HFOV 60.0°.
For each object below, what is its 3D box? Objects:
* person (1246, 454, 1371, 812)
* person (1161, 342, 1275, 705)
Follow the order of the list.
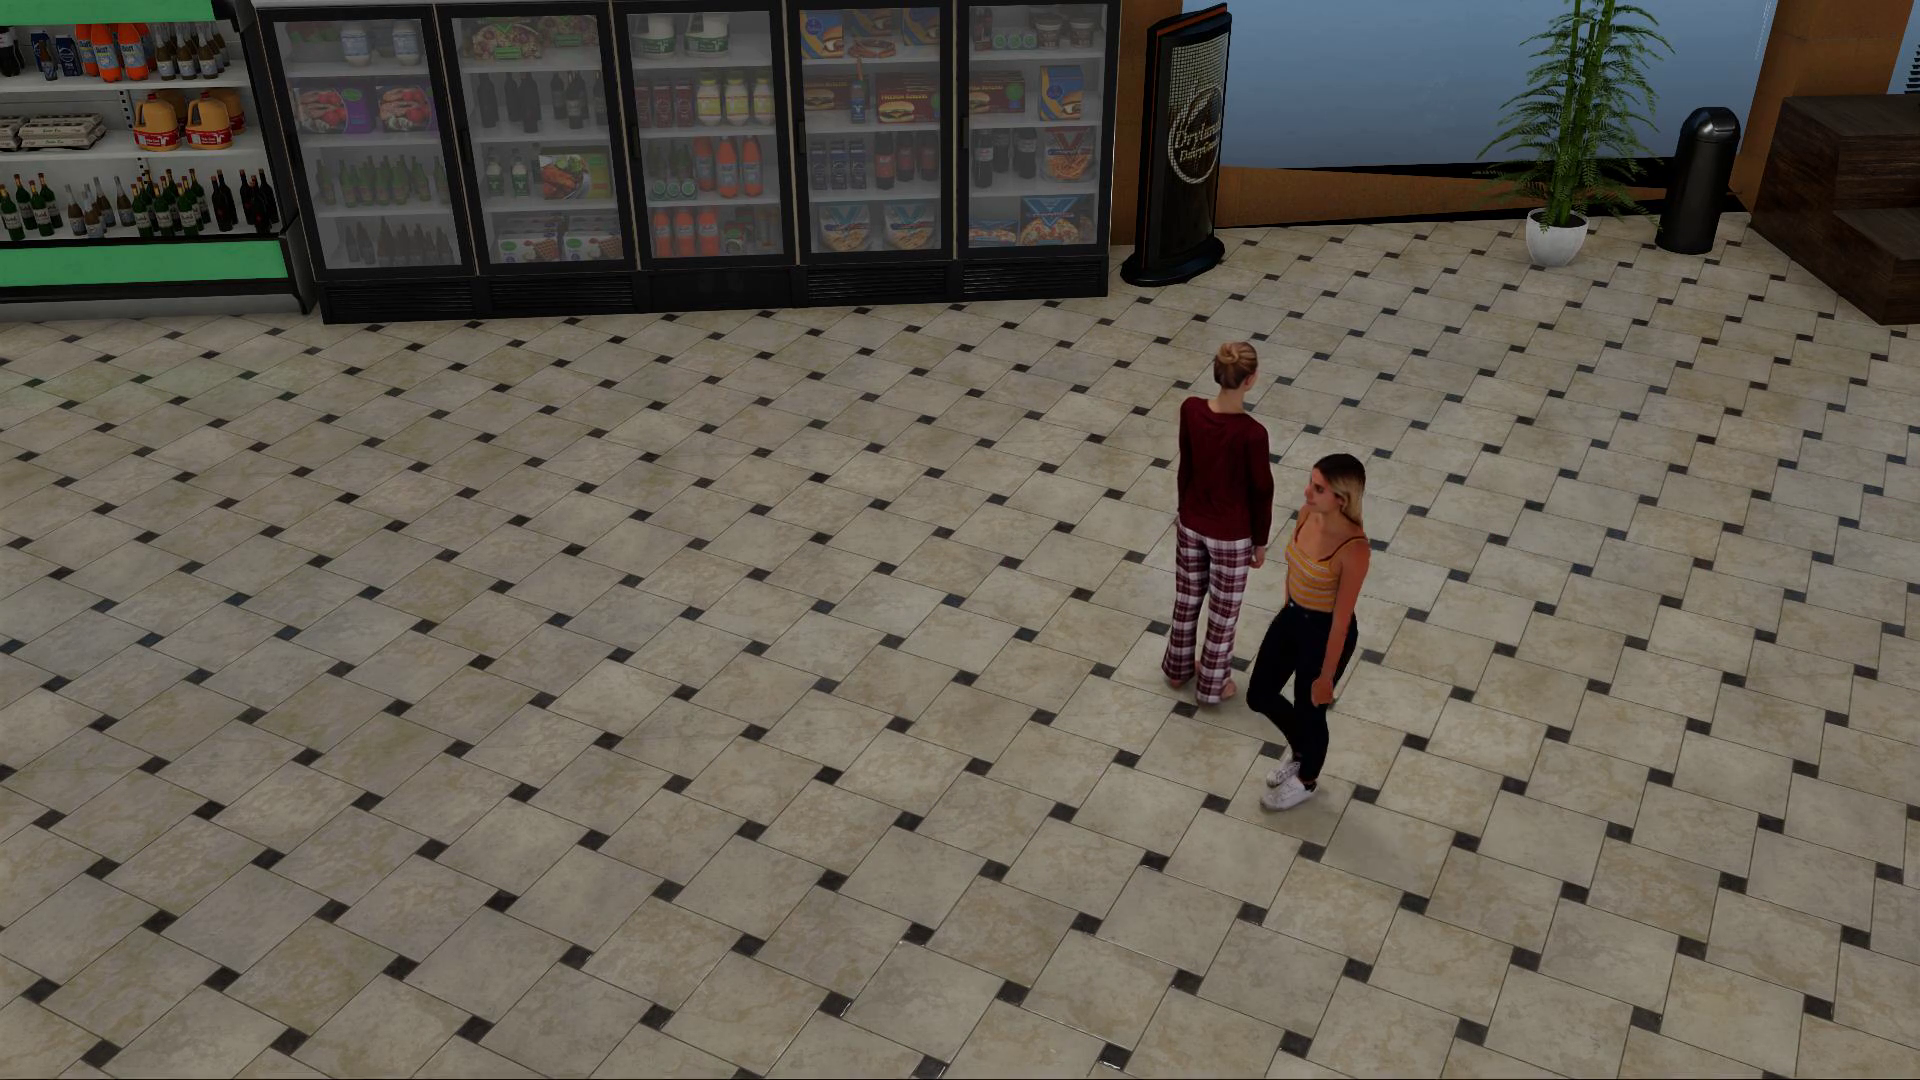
[{"bbox_3d":[1.419,0.373,6.369,0.681,1.598,0.679,-12,34,-19],"label":"person"},{"bbox_3d":[1.075,-0.070,6.986,0.676,1.699,0.735,24,39,33],"label":"person"}]
